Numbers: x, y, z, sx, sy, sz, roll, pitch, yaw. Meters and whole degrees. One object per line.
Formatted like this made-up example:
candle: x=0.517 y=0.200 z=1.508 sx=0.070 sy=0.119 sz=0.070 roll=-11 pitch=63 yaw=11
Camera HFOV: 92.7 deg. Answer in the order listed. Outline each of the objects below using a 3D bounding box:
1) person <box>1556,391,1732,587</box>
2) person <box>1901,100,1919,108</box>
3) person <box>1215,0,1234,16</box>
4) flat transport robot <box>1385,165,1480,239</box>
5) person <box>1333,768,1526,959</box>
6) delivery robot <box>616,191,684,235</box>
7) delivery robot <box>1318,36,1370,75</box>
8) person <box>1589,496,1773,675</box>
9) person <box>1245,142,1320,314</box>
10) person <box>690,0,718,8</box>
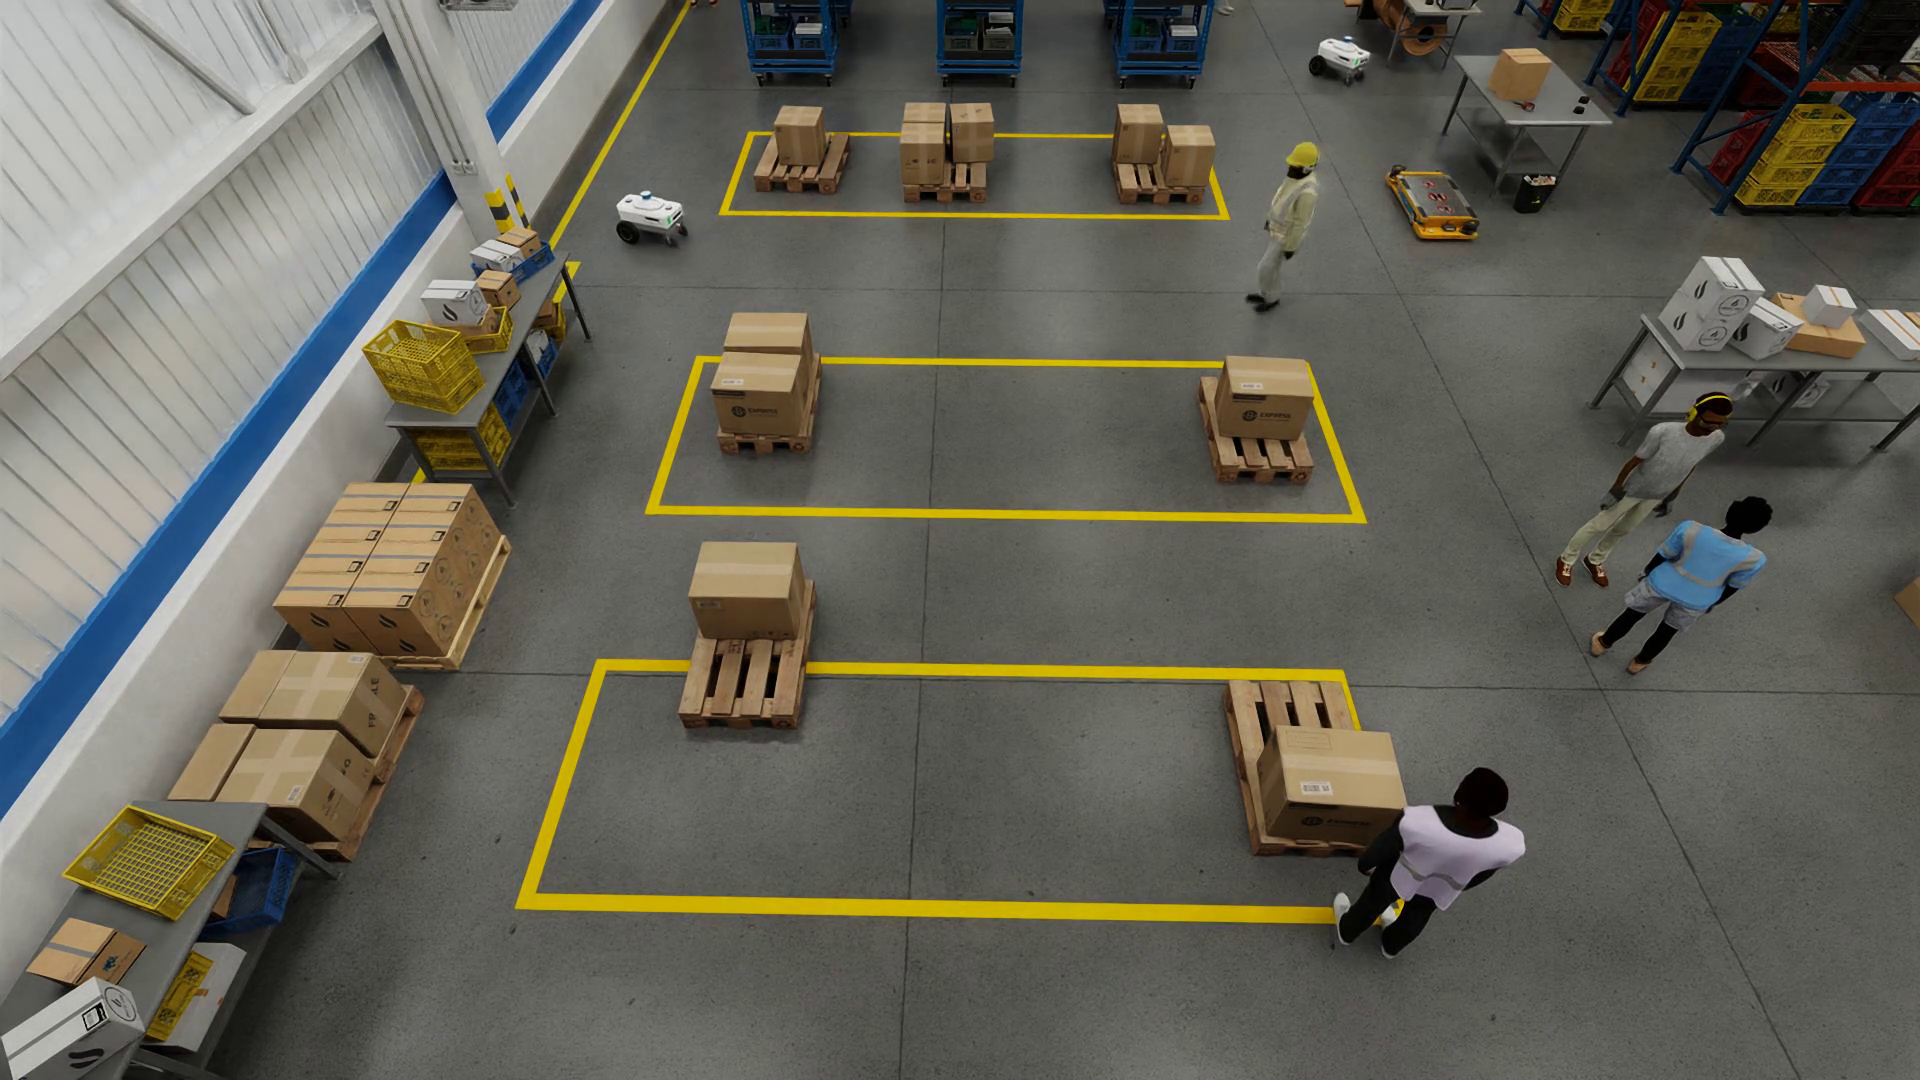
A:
person: x=5.038 y=-0.336 z=6.756 sx=0.509 sy=1.872 sz=0.328 roll=2 pitch=49 yaw=2
person: x=13.023 y=-6.200 z=11.845 sx=0.775 sy=1.865 sz=0.591 roll=17 pitch=51 yaw=14
person: x=4.402 y=-9.391 z=14.751 sx=0.384 sy=1.628 sz=0.524 roll=3 pitch=49 yaw=3
flat transport robot: x=5.692 y=-4.094 z=11.059 sx=0.652 sy=0.197 sz=1.431 roll=1 pitch=49 yaw=1
person: x=2.456 y=1.779 z=4.902 sx=0.591 sy=1.915 sz=0.400 roll=11 pitch=50 yaw=9
delivery robot: x=-3.548 y=-3.758 z=10.522 sx=0.707 sy=0.478 sz=0.477 roll=14 pitch=51 yaw=12
delivery robot: x=5.610 y=-7.101 z=13.415 sx=0.477 sy=0.478 sz=0.707 roll=-32 pitch=56 yaw=-25
person: x=4.945 y=0.328 z=6.292 sx=0.535 sy=1.700 sz=0.318 roll=33 pitch=57 yaw=25
person: x=3.260 y=-3.114 z=9.197 sx=0.409 sy=1.820 sz=0.630 roll=5 pitch=49 yaw=5
person: x=-4.337 y=-9.749 z=14.832 sx=0.616 sy=1.985 sz=0.413 roll=-5 pitch=49 yaw=-4
